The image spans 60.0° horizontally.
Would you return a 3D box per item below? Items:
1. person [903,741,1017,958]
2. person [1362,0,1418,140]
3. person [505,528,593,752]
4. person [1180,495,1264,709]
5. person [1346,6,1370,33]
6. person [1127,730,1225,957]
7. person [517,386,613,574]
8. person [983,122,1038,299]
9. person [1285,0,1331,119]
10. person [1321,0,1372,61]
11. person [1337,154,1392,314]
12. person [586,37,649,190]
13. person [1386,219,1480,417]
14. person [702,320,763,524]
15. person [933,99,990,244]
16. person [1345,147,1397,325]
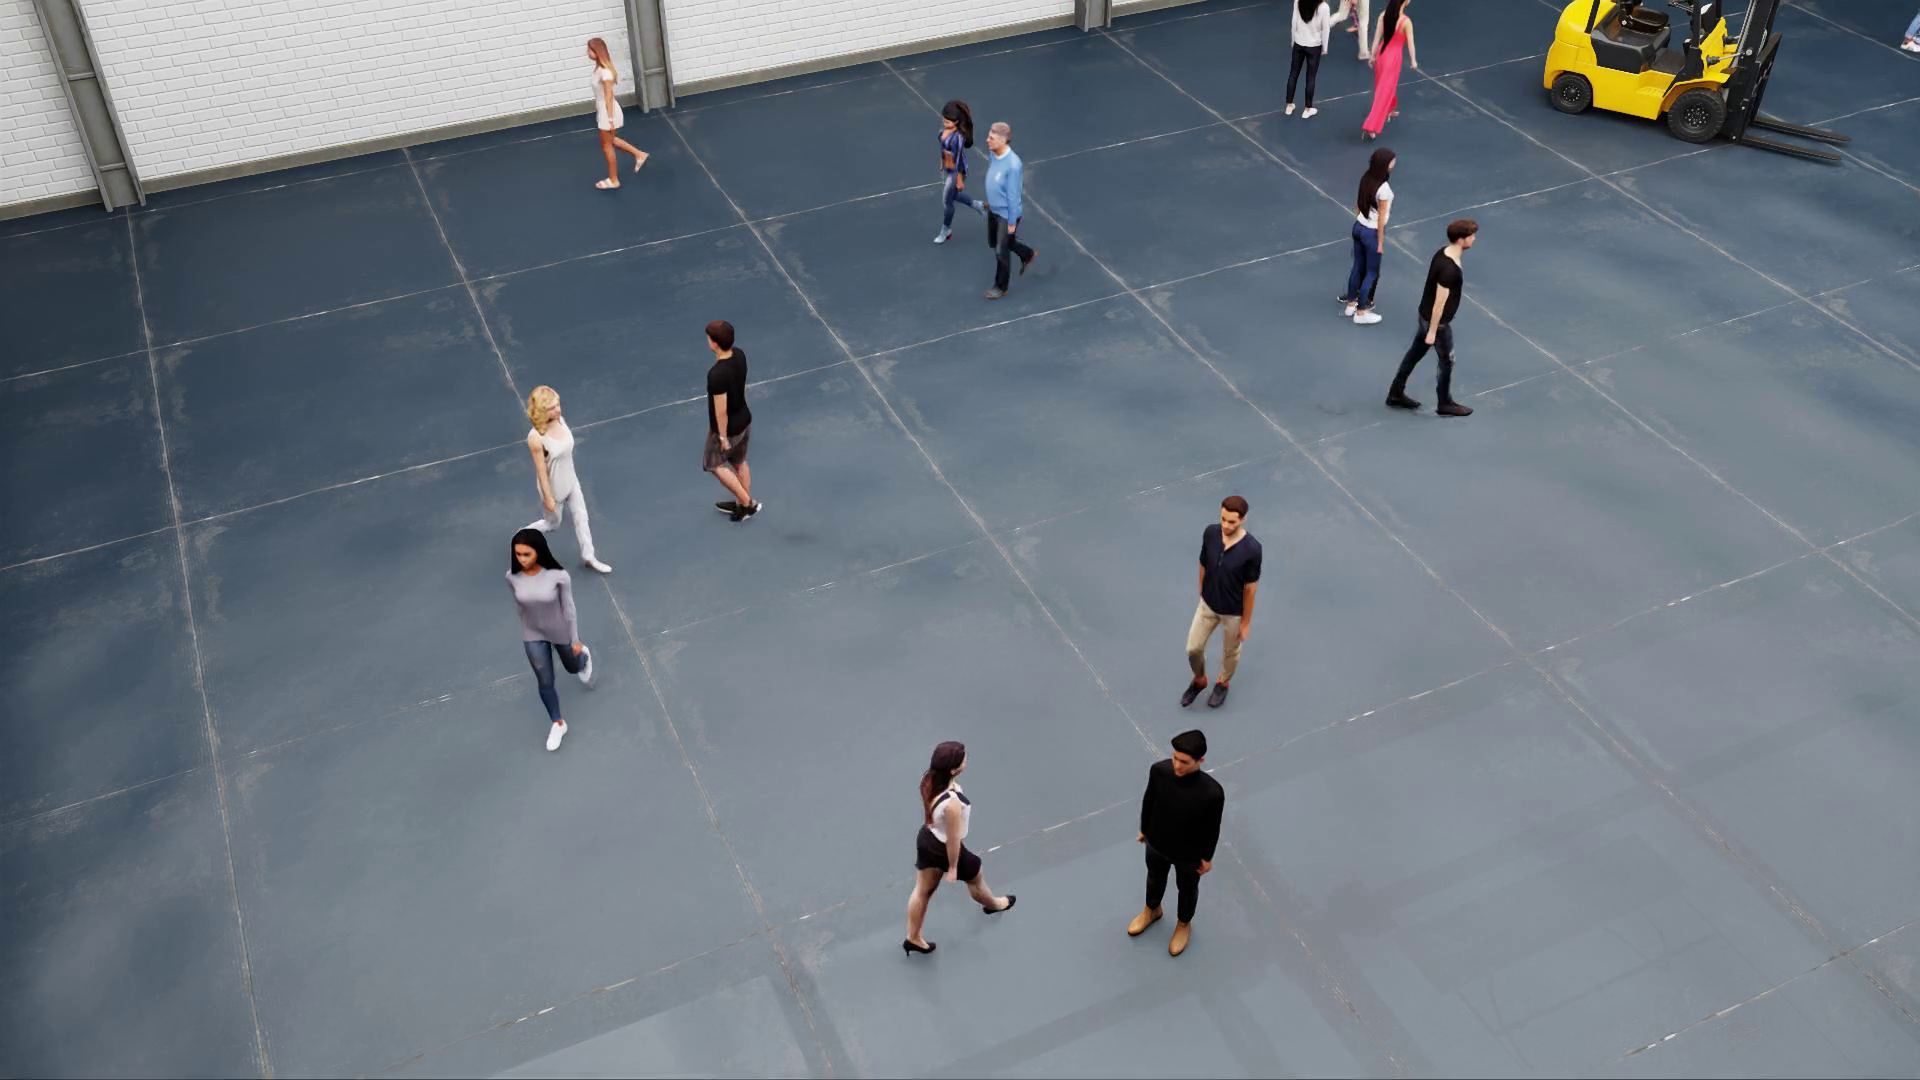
[{"bbox_3d":[-0.184,1.882,9.899,1.041,1.612,0.647,-20,43,-23],"label":"person"},{"bbox_3d":[4.823,-5.394,18.949,1.127,1.688,0.803,-26,45,-29],"label":"person"},{"bbox_3d":[-2.786,0.583,11.441,1.070,1.717,0.983,2,39,3],"label":"person"},{"bbox_3d":[1.885,0.404,11.565,0.775,1.842,0.813,21,43,24],"label":"person"},{"bbox_3d":[5.267,-7.320,21.355,0.801,1.693,0.776,3,39,3],"label":"person"},{"bbox_3d":[1.299,1.779,9.939,0.726,1.723,0.724,23,44,26],"label":"person"},{"bbox_3d":[-3.168,-0.457,12.801,1.050,1.645,1.037,16,41,19],"label":"person"},{"bbox_3d":[0.498,-3.221,16.137,0.921,1.800,0.707,-21,43,-24],"label":"person"},{"bbox_3d":[4.054,-5.783,19.425,0.712,1.701,0.738,21,43,24],"label":"person"},{"bbox_3d":[4.818,-6.871,20.696,1.241,1.816,0.909,-1,39,-2],"label":"person"},{"bbox_3d":[3.944,-2.957,15.932,0.511,1.643,0.564,-13,41,-16],"label":"person"},{"bbox_3d":[-3.723,-4.618,17.980,0.864,1.683,0.613,-13,40,-15],"label":"person"},{"bbox_3d":[4.038,-1.919,14.454,1.128,1.866,1.011,5,39,7],"label":"person"},{"bbox_3d":[-1.758,-0.912,13.207,0.905,1.849,0.841,15,41,17],"label":"person"},{"bbox_3d":[0.005,-3.771,16.984,0.864,1.603,0.640,-13,40,-15],"label":"person"},{"bbox_3d":[3.856,-2.879,15.732,0.567,1.772,0.668,-15,41,-17],"label":"person"}]
